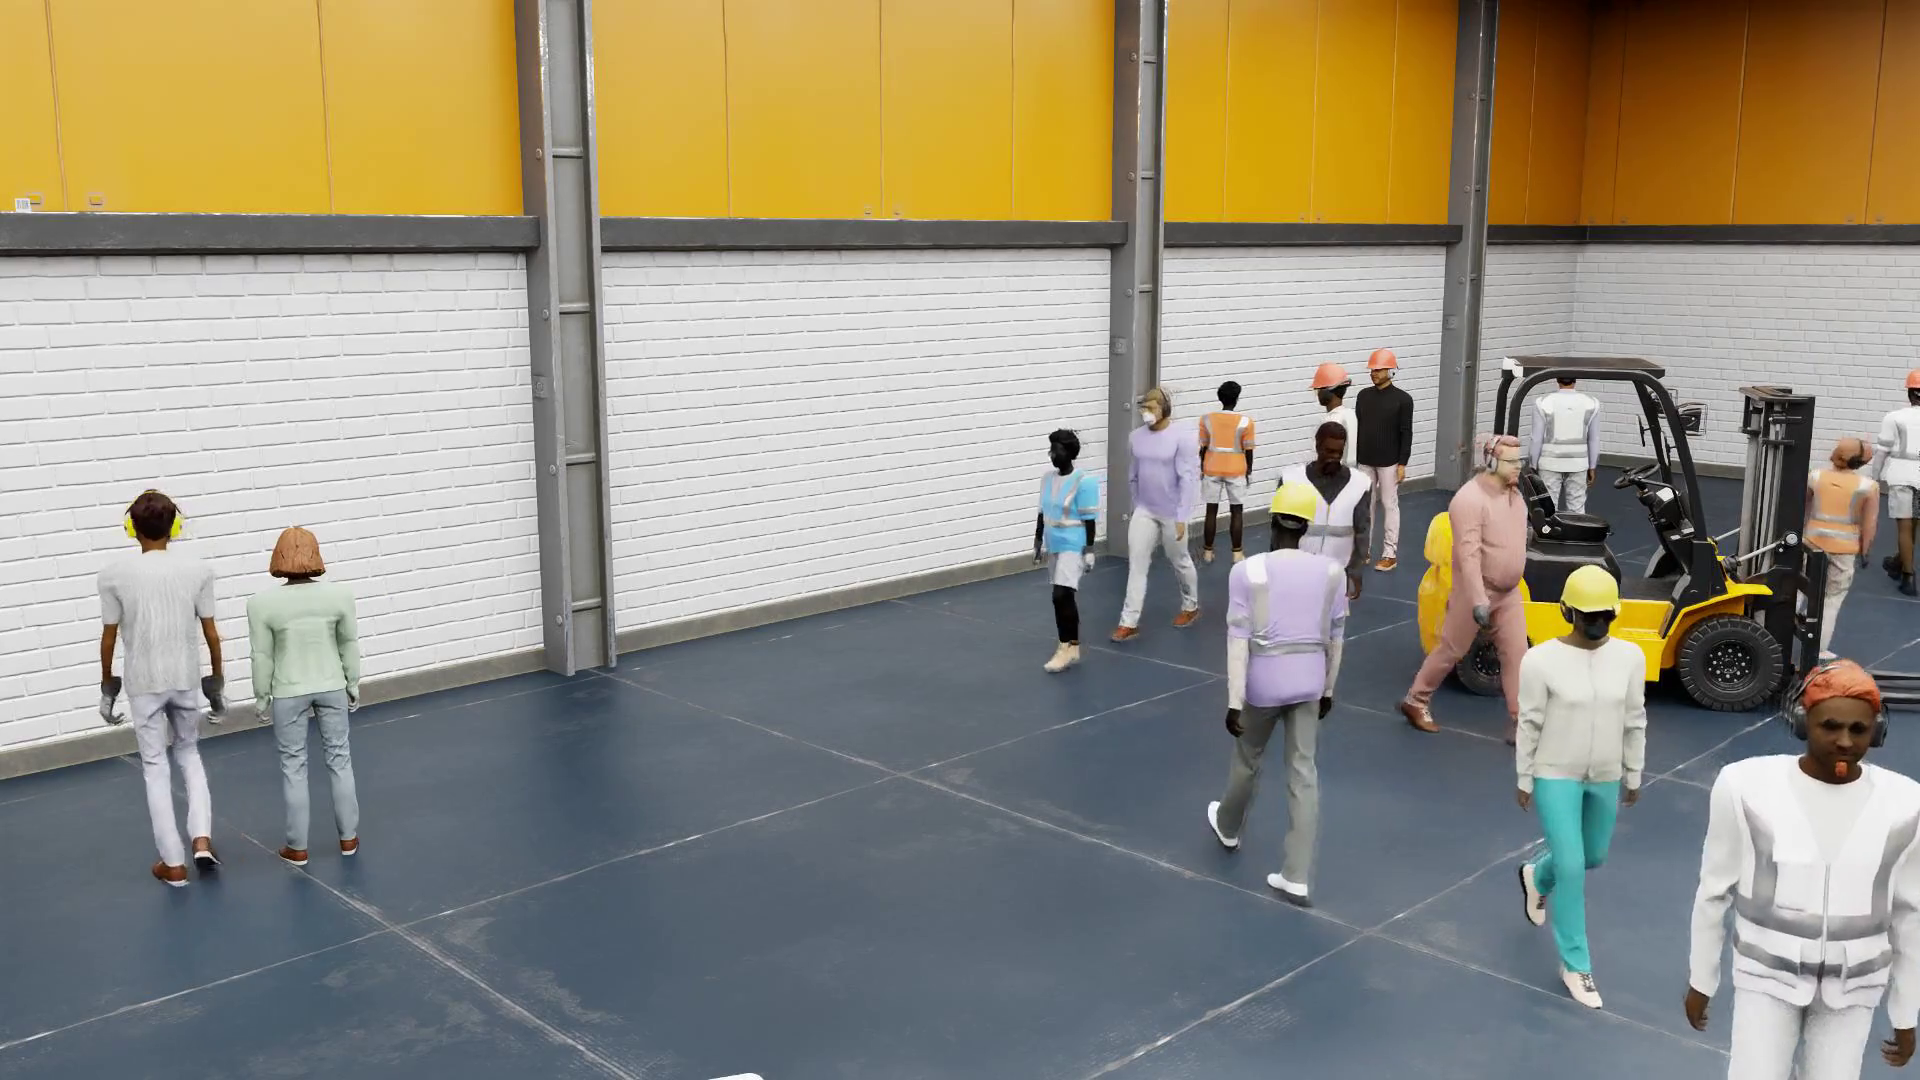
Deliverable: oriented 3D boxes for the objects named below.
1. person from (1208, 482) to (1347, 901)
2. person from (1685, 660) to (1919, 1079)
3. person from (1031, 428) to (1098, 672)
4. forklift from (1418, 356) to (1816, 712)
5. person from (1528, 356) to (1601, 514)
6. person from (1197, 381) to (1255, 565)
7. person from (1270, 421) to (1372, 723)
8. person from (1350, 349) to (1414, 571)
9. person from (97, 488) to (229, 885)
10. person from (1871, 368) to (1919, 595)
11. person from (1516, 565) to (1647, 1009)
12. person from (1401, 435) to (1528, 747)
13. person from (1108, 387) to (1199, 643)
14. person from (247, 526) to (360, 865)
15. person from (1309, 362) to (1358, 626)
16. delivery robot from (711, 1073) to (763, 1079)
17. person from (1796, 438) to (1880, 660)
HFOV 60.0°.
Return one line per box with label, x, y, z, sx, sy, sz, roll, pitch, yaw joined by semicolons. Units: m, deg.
person;1.481;0.664;7.782;0.607;1.867;0.994;-2;11;-11
person;2.357;1.238;4.650;0.603;1.872;0.489;3;11;15
person;0.658;0.074;11.495;0.563;1.680;0.552;-7;13;-34
forklift;4.276;-0.101;11.076;2.313;2.155;1.214;2;11;13
person;5.360;-0.660;14.804;0.608;1.943;0.402;1;10;6
person;2.433;-0.612;15.244;0.541;1.692;0.319;4;11;20
person;2.260;0.199;10.333;0.592;1.865;0.931;-1;10;-3
person;3.781;-0.725;15.026;0.377;1.995;0.608;-9;14;-41
person;-3.704;0.691;7.726;0.491;1.848;0.381;-9;14;-40
person;8.108;-0.523;14.219;0.567;1.882;0.978;2;11;12
person;2.476;0.923;6.759;0.525;1.741;0.771;-1;10;-7
person;3.090;0.295;9.851;0.655;1.863;1.003;-7;13;-34
person;1.524;-0.208;12.512;0.648;1.891;1.014;9;13;39
person;-3.136;0.745;7.996;0.500;1.633;0.280;-7;12;-33
person;2.852;-0.349;12.845;0.392;2.040;0.611;5;12;26
delivery robot;-0.648;1.819;4.822;0.477;0.478;0.707;-4;11;-19
person;6.142;0.067;11.784;0.615;1.614;0.336;9;14;42
